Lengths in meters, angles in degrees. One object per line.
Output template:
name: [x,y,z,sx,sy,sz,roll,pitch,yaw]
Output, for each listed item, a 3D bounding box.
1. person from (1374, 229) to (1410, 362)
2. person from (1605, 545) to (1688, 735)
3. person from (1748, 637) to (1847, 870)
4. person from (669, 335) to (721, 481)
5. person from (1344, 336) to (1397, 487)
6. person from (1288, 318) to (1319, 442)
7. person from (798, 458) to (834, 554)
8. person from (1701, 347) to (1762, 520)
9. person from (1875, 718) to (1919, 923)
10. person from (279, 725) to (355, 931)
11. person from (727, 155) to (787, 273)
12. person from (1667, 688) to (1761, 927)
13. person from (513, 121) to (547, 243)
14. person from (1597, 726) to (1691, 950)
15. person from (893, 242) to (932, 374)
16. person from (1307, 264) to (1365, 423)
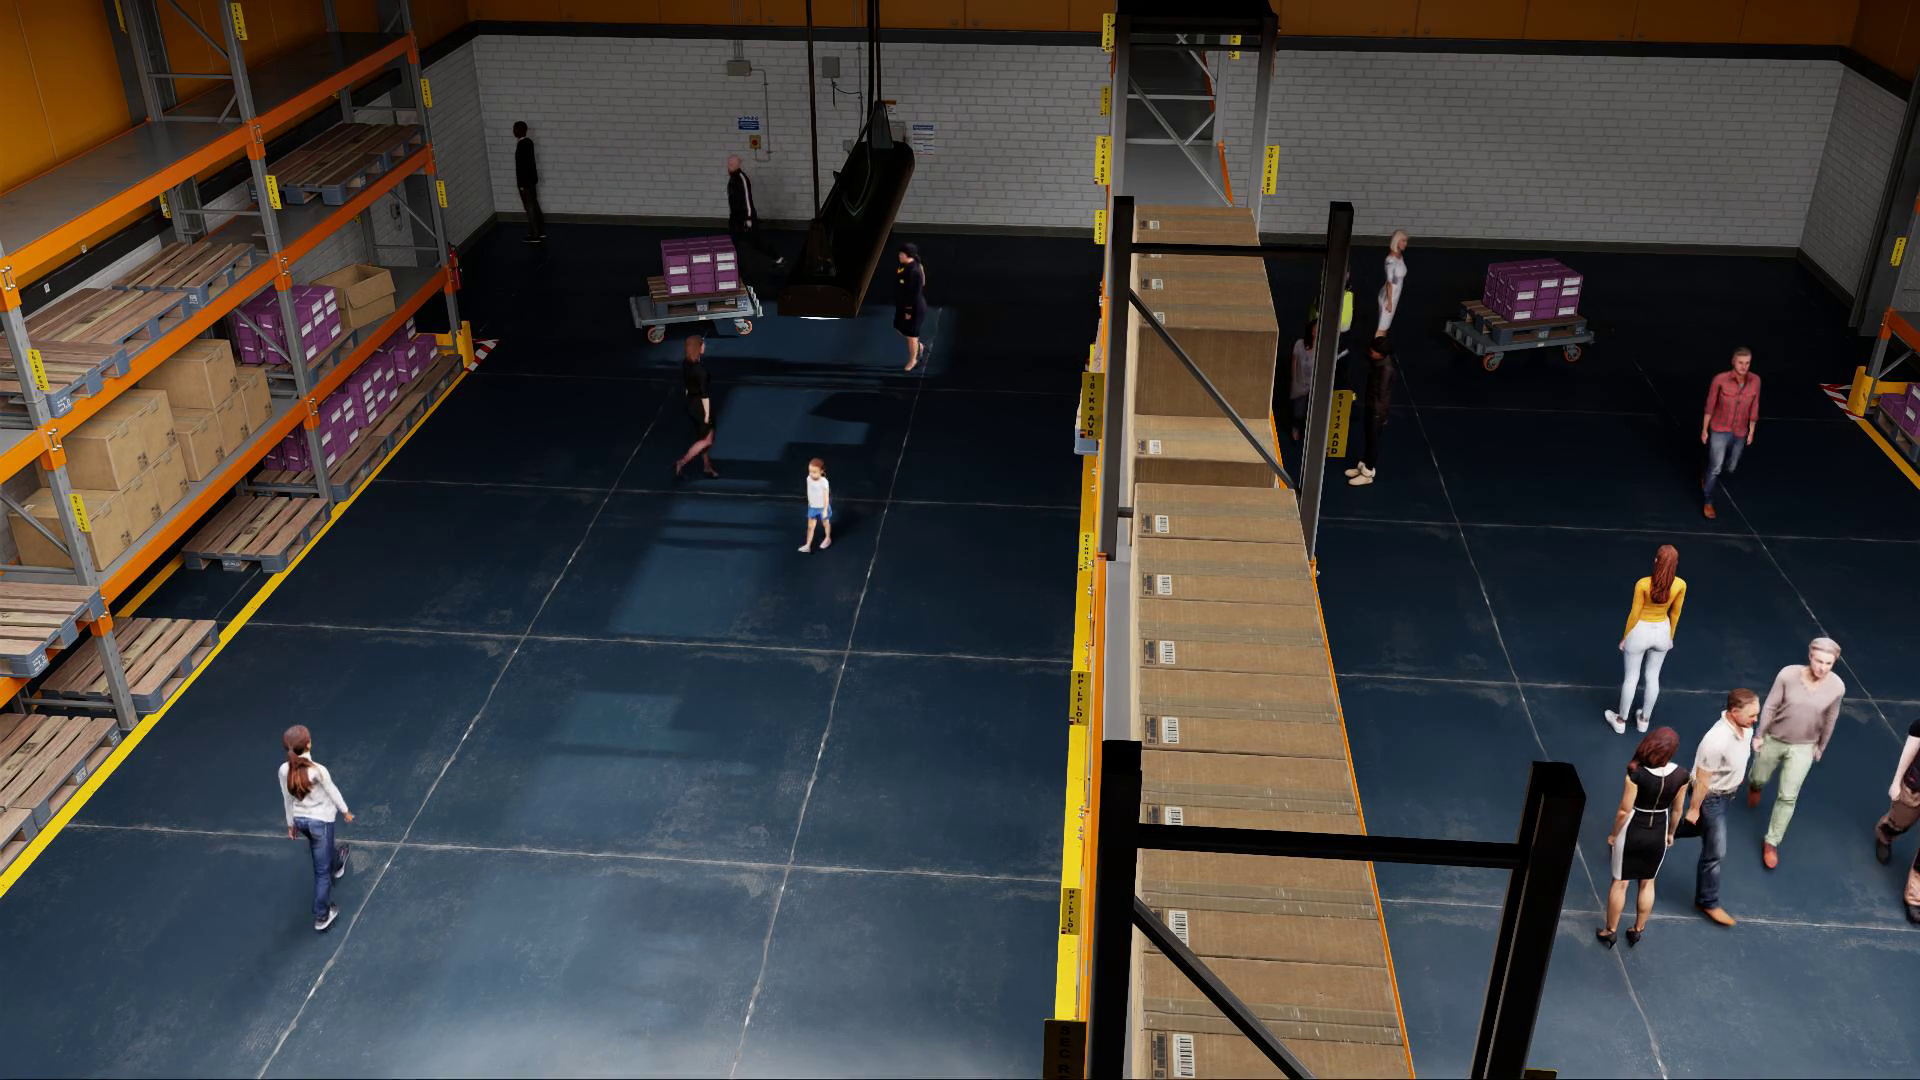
person: [5.315,-3.003,20.612,0.692,1.749,0.567,13,31,23]
person: [5.640,0.808,13.624,0.605,1.751,0.569,0,29,0]
person: [6.137,1.461,12.322,0.909,1.851,1.185,12,31,21]
person: [-2.832,-1.345,17.636,0.956,1.689,0.902,-21,35,-34]
person: [4.453,-1.391,17.751,0.658,1.659,0.592,16,32,26]
person: [3.903,-1.759,18.490,0.645,1.596,0.747,3,29,6]
person: [-1.369,-0.366,16.557,0.600,1.003,0.739,16,33,27]
person: [7.902,-1.163,17.176,0.705,1.809,1.013,2,29,3]
person: [6.919,1.738,11.864,0.903,1.804,1.252,10,30,18]
person: [-4.544,2.036,11.612,0.582,1.521,1.012,5,29,9]
person: [-2.942,-4.520,23.353,1.237,1.787,1.265,-16,33,-27]
person: [5.224,1.769,11.798,1.181,1.812,1.265,-21,35,-33]
person: [-6.462,-5.374,24.908,0.705,1.798,0.462,2,29,4]
person: [4.639,2.035,11.327,0.599,1.796,0.497,1,29,1]
person: [-0.530,-2.852,20.422,0.859,1.666,0.731,-5,29,-8]
person: [4.159,-2.306,19.145,1.209,1.930,1.317,-18,33,-30]
